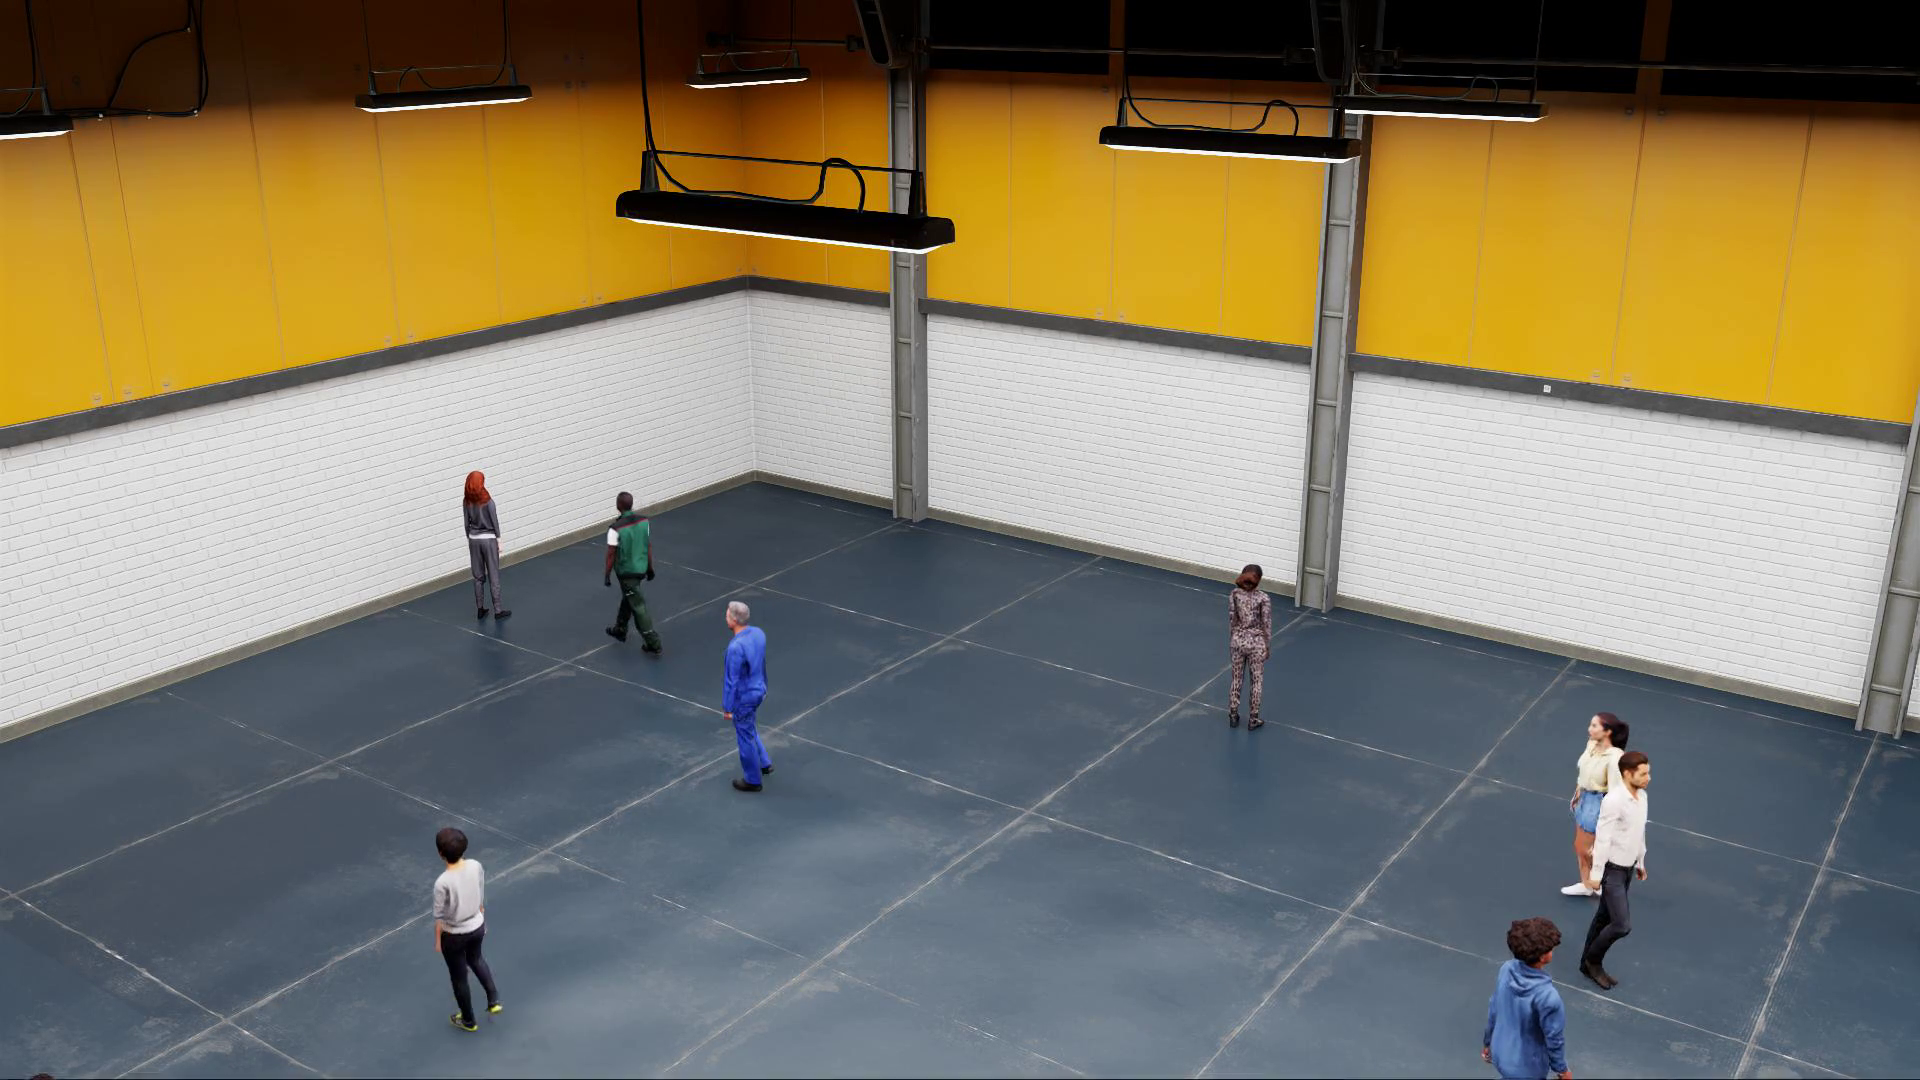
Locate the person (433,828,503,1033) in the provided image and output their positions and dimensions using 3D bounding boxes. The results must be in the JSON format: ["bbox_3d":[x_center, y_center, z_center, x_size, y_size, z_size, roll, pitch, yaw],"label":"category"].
[{"bbox_3d":[-3.416,2.738,11.569,0.601,1.543,0.551,12,22,32],"label":"person"}]

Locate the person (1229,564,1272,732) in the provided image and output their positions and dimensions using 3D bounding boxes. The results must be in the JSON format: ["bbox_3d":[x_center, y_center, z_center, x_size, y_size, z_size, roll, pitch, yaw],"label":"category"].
[{"bbox_3d":[2.834,1.036,16.356,0.526,1.714,0.654,10,21,27],"label":"person"}]

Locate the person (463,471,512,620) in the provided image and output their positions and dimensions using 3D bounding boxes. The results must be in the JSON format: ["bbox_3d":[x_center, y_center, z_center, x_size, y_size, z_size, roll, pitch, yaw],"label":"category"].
[{"bbox_3d":[-5.492,0.053,19.172,0.555,1.780,0.697,5,19,14],"label":"person"}]

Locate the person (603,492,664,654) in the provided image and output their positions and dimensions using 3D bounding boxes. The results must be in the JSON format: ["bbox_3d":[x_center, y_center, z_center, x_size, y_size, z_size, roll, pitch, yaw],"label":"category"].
[{"bbox_3d":[-3.535,0.399,18.122,1.186,1.794,0.735,15,24,37],"label":"person"}]

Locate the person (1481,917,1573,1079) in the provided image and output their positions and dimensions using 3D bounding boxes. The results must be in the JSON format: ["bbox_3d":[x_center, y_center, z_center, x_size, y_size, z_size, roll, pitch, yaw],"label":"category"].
[{"bbox_3d":[3.308,3.129,10.023,1.179,1.789,1.156,-5,19,-14],"label":"person"}]

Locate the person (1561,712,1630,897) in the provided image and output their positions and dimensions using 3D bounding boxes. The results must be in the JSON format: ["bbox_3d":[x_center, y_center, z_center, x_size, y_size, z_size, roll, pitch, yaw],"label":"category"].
[{"bbox_3d":[5.139,2.124,13.271,0.851,1.621,0.799,0,19,0],"label":"person"}]

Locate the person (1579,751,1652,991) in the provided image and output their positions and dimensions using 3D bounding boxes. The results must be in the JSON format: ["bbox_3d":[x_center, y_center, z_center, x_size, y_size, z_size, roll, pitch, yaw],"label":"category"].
[{"bbox_3d":[4.698,2.375,12.145,0.721,1.863,0.678,-17,25,-41],"label":"person"}]

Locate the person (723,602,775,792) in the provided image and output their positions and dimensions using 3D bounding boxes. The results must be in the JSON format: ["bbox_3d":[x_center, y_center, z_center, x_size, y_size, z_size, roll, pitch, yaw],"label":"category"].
[{"bbox_3d":[-1.851,1.429,15.026,0.763,1.818,0.829,7,20,20],"label":"person"}]
